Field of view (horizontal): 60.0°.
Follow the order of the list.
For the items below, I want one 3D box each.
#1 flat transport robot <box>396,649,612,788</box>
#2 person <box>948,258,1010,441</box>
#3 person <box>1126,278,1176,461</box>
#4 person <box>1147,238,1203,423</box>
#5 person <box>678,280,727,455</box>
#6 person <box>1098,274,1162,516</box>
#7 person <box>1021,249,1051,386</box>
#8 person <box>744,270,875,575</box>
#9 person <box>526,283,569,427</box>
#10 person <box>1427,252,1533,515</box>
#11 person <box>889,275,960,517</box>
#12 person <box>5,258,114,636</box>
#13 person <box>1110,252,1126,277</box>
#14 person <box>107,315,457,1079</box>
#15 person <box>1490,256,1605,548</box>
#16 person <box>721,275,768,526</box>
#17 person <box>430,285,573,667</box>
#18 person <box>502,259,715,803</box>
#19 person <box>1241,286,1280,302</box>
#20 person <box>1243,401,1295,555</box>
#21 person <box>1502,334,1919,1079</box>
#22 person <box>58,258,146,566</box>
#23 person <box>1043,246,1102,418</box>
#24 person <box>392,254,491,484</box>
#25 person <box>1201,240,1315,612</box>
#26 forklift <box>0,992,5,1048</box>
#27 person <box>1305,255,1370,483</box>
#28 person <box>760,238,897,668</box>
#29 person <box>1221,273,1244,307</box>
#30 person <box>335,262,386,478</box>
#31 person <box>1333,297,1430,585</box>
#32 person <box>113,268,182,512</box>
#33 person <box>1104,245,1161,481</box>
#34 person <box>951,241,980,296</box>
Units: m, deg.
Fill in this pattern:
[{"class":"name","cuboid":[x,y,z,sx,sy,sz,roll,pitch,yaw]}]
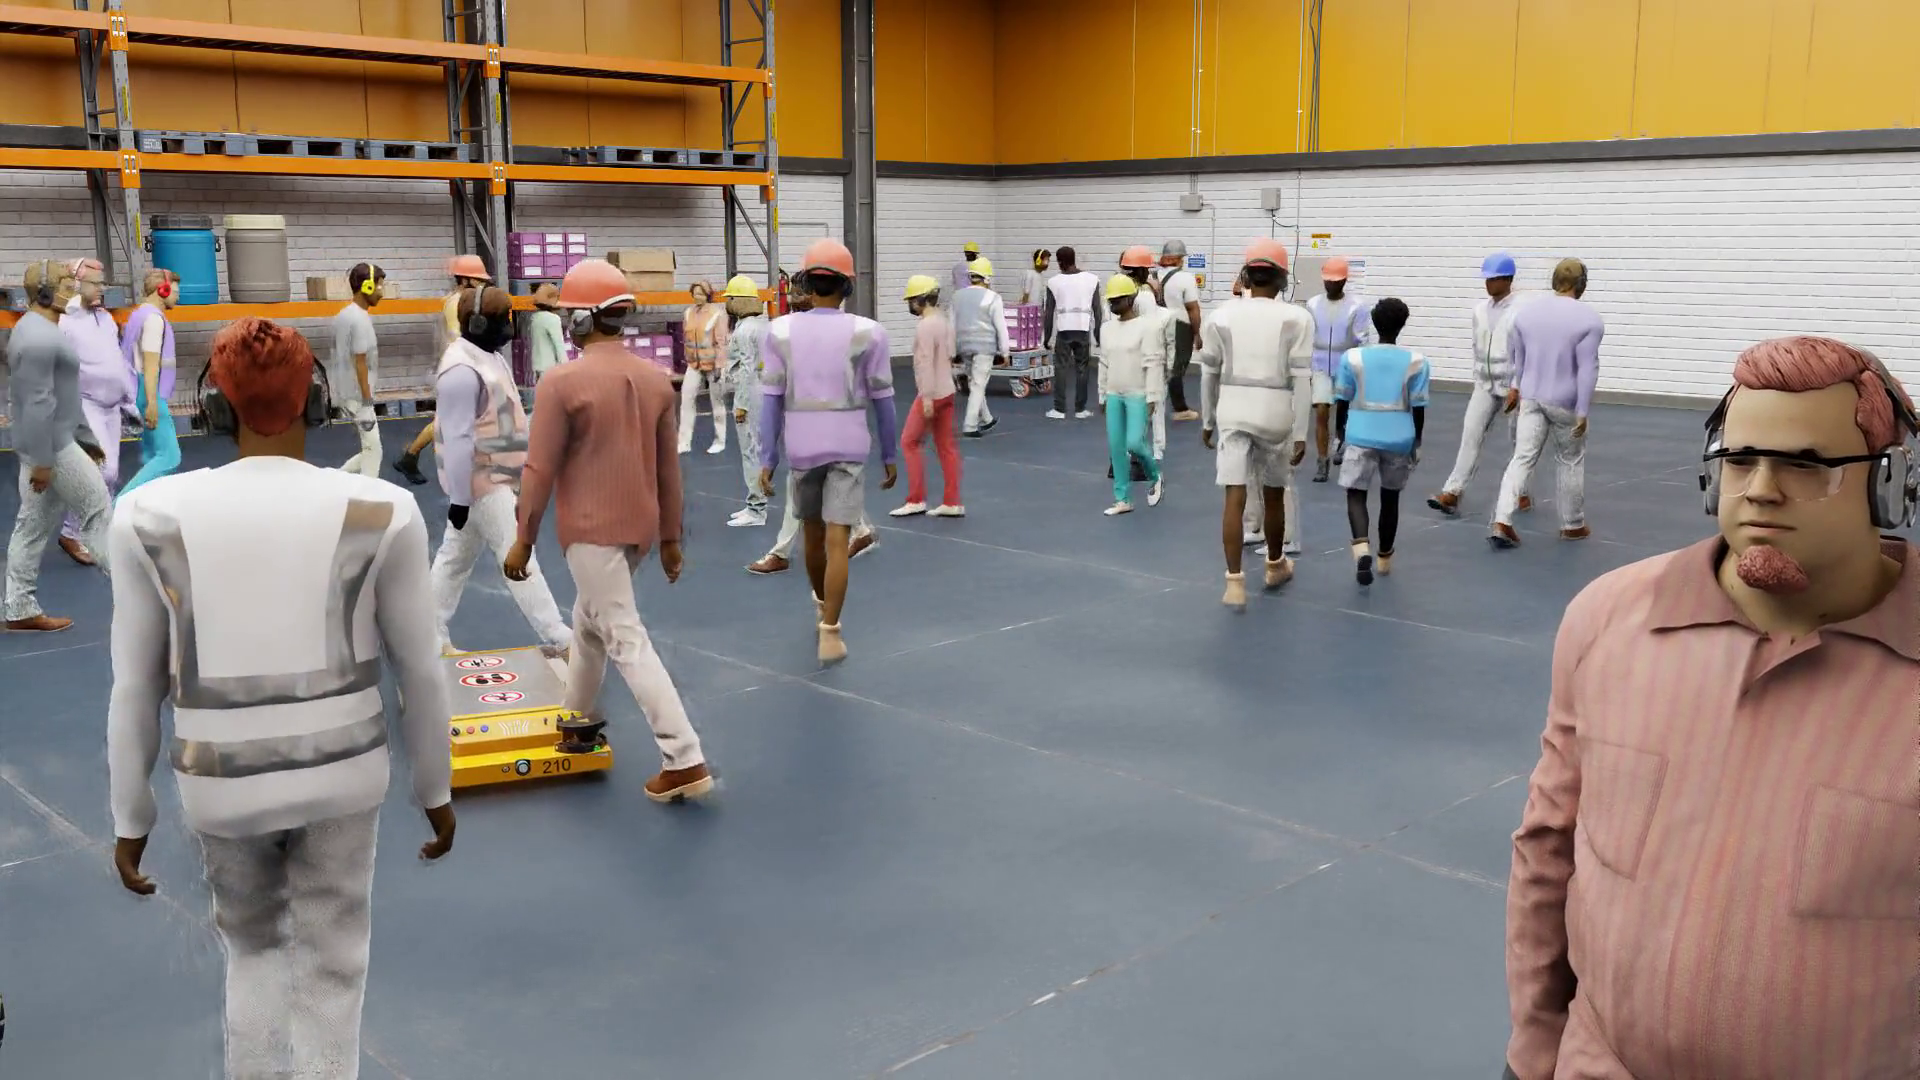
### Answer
[{"class":"flat transport robot","cuboid":[-1.876,0.671,6.713,0.652,0.197,1.431,-4,11,-23]},{"class":"person","cuboid":[0.251,-1.908,16.625,0.619,1.789,0.897,7,13,35]},{"class":"person","cuboid":[1.690,-1.536,15.017,0.511,1.640,0.308,4,11,21]},{"class":"person","cuboid":[2.265,-2.274,17.946,0.939,2.000,0.684,-7,12,-33]},{"class":"person","cuboid":[-2.388,-1.568,15.240,0.535,1.605,0.736,6,12,29]},{"class":"person","cuboid":[1.236,-1.049,12.054,0.539,1.743,0.448,10,14,42]},{"class":"person","cuboid":[0.994,-2.969,22.288,0.500,1.838,0.569,4,11,20]},{"class":"person","cuboid":[-0.889,-0.729,10.149,0.998,1.827,0.507,-8,13,-37]},{"class":"person","cuboid":[-3.768,-1.518,15.018,0.786,1.602,0.503,-6,12,-31]},{"class":"person","cuboid":[3.809,-1.094,11.915,0.997,1.893,0.606,-7,13,-35]},{"class":"person","cuboid":[-0.260,-1.025,11.940,0.621,1.736,0.547,4,11,19]},{"class":"person","cuboid":[-4.456,-0.462,8.461,0.950,1.901,0.635,-6,12,-31]},{"class":"person","cuboid":[2.331,-3.145,23.375,0.515,1.798,0.961,-5,12,-25]},{"class":"person","cuboid":[-1.328,0.496,3.308,0.629,1.862,0.571,-3,11,-13]},{"class":"person","cuboid":[3.825,-0.887,10.806,0.631,1.900,0.970,10,14,44]},{"class":"person","cuboid":[-1.510,-0.971,11.650,0.295,1.744,0.492,0,10,-1]},{"class":"person","cuboid":[-2.140,-0.271,7.702,0.957,1.792,0.636,-1,10,-8]},{"class":"person","cuboid":[-1.277,-0.037,6.042,1.062,1.947,0.611,6,12,28]},{"class":"person","cuboid":[3.040,-1.986,16.798,0.337,1.882,0.585,-5,11,-23]},{"class":"person","cuboid":[1.895,-0.702,10.525,0.540,1.618,0.544,0,10,-1]},{"class":"person","cuboid":[0.962,0.705,2.060,0.637,1.911,0.406,9,14,41]},{"class":"person","cuboid":[-5.299,-0.769,10.169,0.418,1.885,0.641,0,10,2]},{"class":"person","cuboid":[1.248,-2.281,18.395,0.652,1.892,0.405,-1,10,-6]},{"class":"person","cuboid":[-4.106,-1.363,13.441,1.017,1.885,0.558,0,10,-2]},{"class":"person","cuboid":[1.635,-0.645,9.202,0.644,1.982,1.014,4,11,19]},{"class":"forklift","cuboid":[-3.245,0.323,3.363,2.313,2.155,1.214,2,11,13]},{"class":"person","cuboid":[3.180,-1.444,13.911,0.558,1.882,0.904,5,12,26]},{"class":"person","cuboid":[-0.611,-0.447,8.097,0.634,1.994,1.012,2,11,9]},{"class":"person","cuboid":[2.976,-1.981,17.447,0.500,1.636,0.281,1,10,5]},{"class":"person","cuboid":[-4.084,-0.935,11.186,0.559,1.844,0.617,-6,12,-30]},{"class":"person","cuboid":[2.441,-0.568,9.658,0.536,1.676,0.739,2,11,10]},{"class":"person","cuboid":[-5.408,-0.893,11.080,0.587,1.806,0.621,-7,12,-32]},{"class":"person","cuboid":[1.441,-1.454,13.755,0.357,1.936,0.551,-8,13,-38]},{"class":"person","cuboid":[0.158,-3.655,25.792,0.594,1.922,0.385,5,12,26]}]
